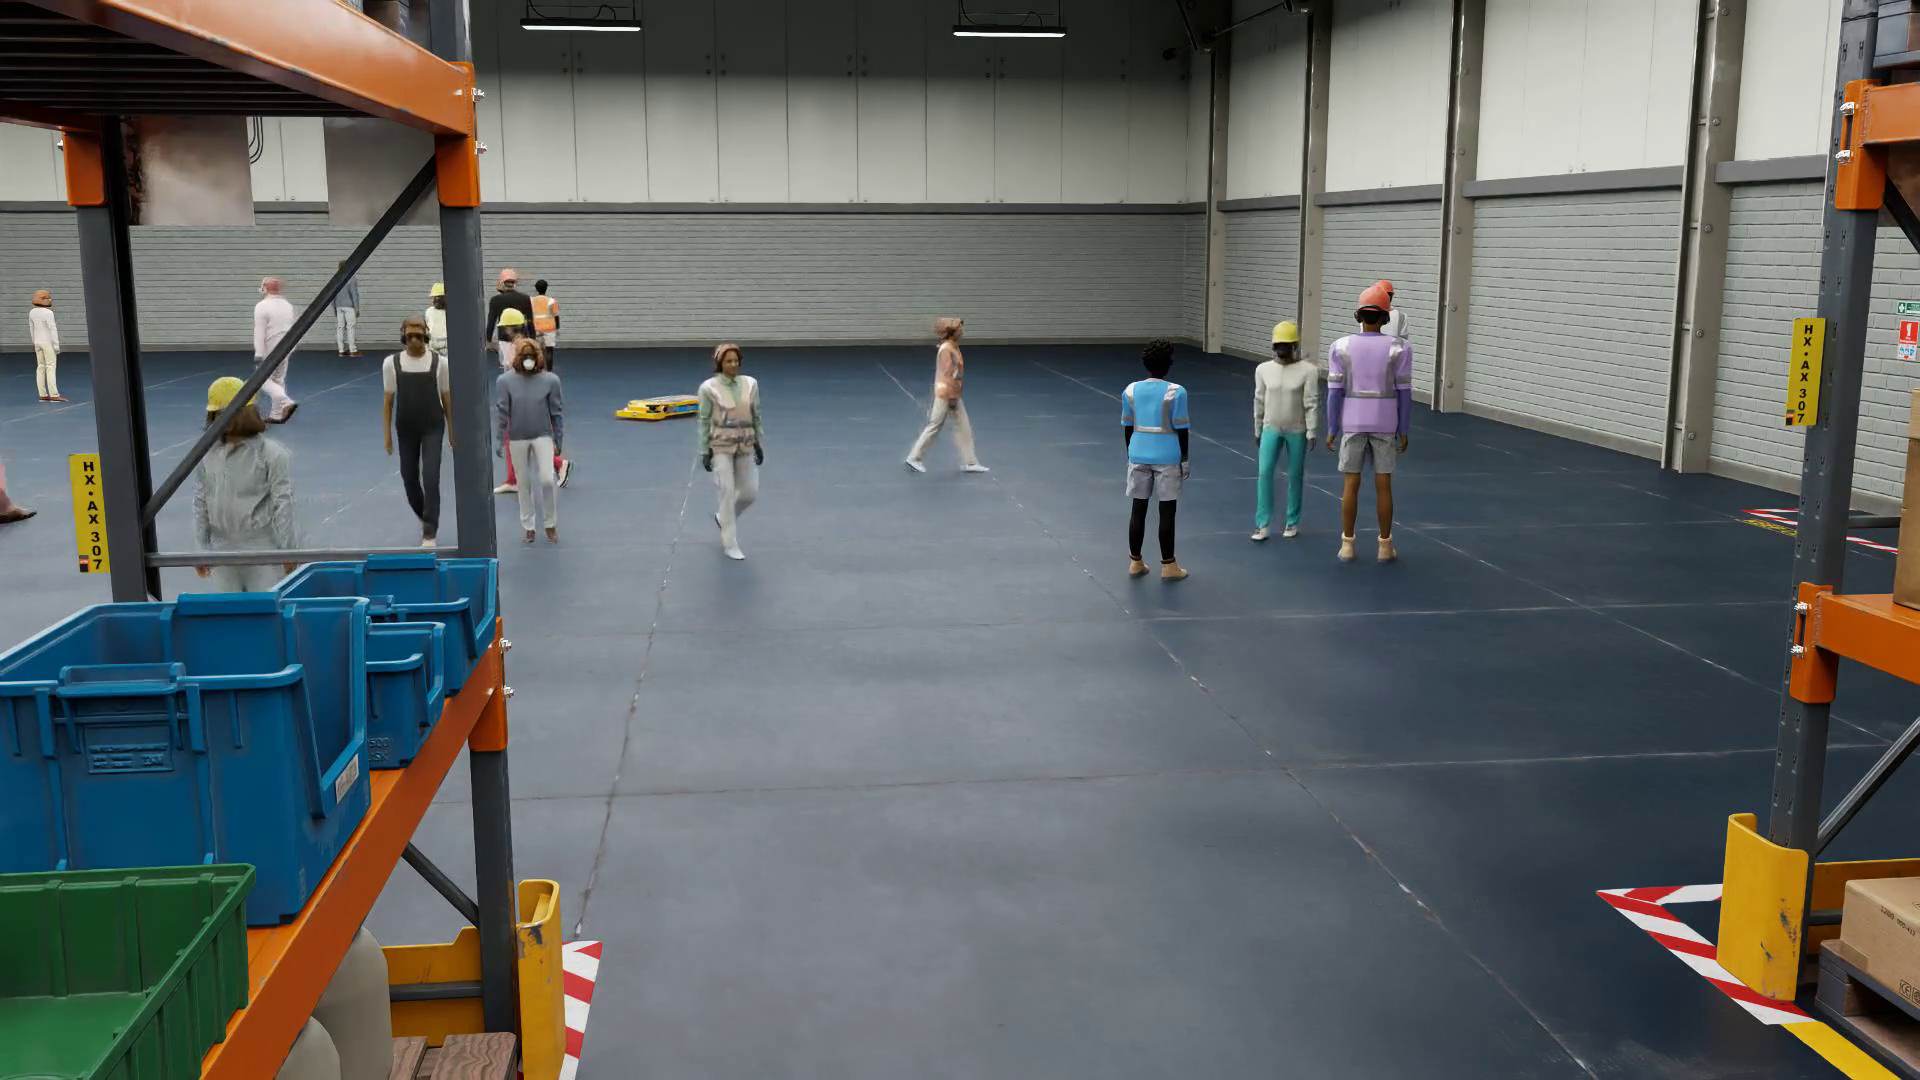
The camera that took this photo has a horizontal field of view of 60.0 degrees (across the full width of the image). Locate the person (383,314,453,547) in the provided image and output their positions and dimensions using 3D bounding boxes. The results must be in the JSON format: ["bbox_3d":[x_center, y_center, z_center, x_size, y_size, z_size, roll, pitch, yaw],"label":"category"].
[{"bbox_3d":[-4.205,-0.859,12.998,0.528,1.829,0.742,-2,11,-11],"label":"person"}]

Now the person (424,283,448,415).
[{"bbox_3d":[-7.019,-2.609,22.698,0.594,1.787,0.950,4,11,19],"label":"person"}]

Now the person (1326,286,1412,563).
[{"bbox_3d":[3.021,-0.847,12.305,0.605,2.045,0.388,3,11,17],"label":"person"}]

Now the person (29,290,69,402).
[{"bbox_3d":[-13.352,-2.831,24.306,0.498,1.634,0.280,5,11,25],"label":"person"}]

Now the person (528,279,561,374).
[{"bbox_3d":[-7.054,-3.564,28.189,0.560,1.692,0.372,-1,10,-3],"label":"person"}]

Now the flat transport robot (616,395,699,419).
[{"bbox_3d":[-3.899,-1.803,22.410,0.652,0.197,1.431,6,12,30],"label":"flat transport robot"}]

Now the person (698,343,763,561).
[{"bbox_3d":[-1.744,-0.676,12.514,0.527,1.621,0.506,-8,13,-36],"label":"person"}]

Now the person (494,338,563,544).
[{"bbox_3d":[-3.370,-0.760,13.018,0.519,1.618,0.534,-2,10,-10],"label":"person"}]

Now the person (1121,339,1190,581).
[{"bbox_3d":[1.380,-0.558,11.679,0.534,1.697,0.318,7,13,35],"label":"person"}]

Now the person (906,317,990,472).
[{"bbox_3d":[-0.160,-1.474,16.971,0.849,1.598,0.530,2,11,12],"label":"person"}]

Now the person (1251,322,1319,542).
[{"bbox_3d":[2.549,-0.842,13.115,0.541,1.731,0.805,4,11,23],"label":"person"}]

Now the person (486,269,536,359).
[{"bbox_3d":[-6.372,-2.837,23.488,0.646,1.936,1.009,-8,13,-36],"label":"person"}]

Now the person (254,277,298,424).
[{"bbox_3d":[-8.766,-2.411,21.280,0.542,1.893,0.671,3,11,14],"label":"person"}]

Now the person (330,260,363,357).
[{"bbox_3d":[-12.354,-4.652,33.452,0.632,1.938,0.359,4,11,19],"label":"person"}]

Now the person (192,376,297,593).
[{"bbox_3d":[-3.546,0.043,8.302,0.494,1.734,0.455,2,10,9],"label":"person"}]

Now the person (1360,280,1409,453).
[{"bbox_3d":[4.690,-1.920,18.507,0.542,1.929,0.368,-1,10,-3],"label":"person"}]

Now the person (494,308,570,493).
[{"bbox_3d":[-4.079,-1.304,15.625,0.666,1.743,0.532,-5,12,-27],"label":"person"}]

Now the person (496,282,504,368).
[{"bbox_3d":[-8.313,-3.954,30.463,0.286,1.633,0.499,-9,14,-41],"label":"person"}]

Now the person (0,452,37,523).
[{"bbox_3d":[-8.186,-1.034,13.771,0.664,1.870,0.886,5,11,25],"label":"person"}]
